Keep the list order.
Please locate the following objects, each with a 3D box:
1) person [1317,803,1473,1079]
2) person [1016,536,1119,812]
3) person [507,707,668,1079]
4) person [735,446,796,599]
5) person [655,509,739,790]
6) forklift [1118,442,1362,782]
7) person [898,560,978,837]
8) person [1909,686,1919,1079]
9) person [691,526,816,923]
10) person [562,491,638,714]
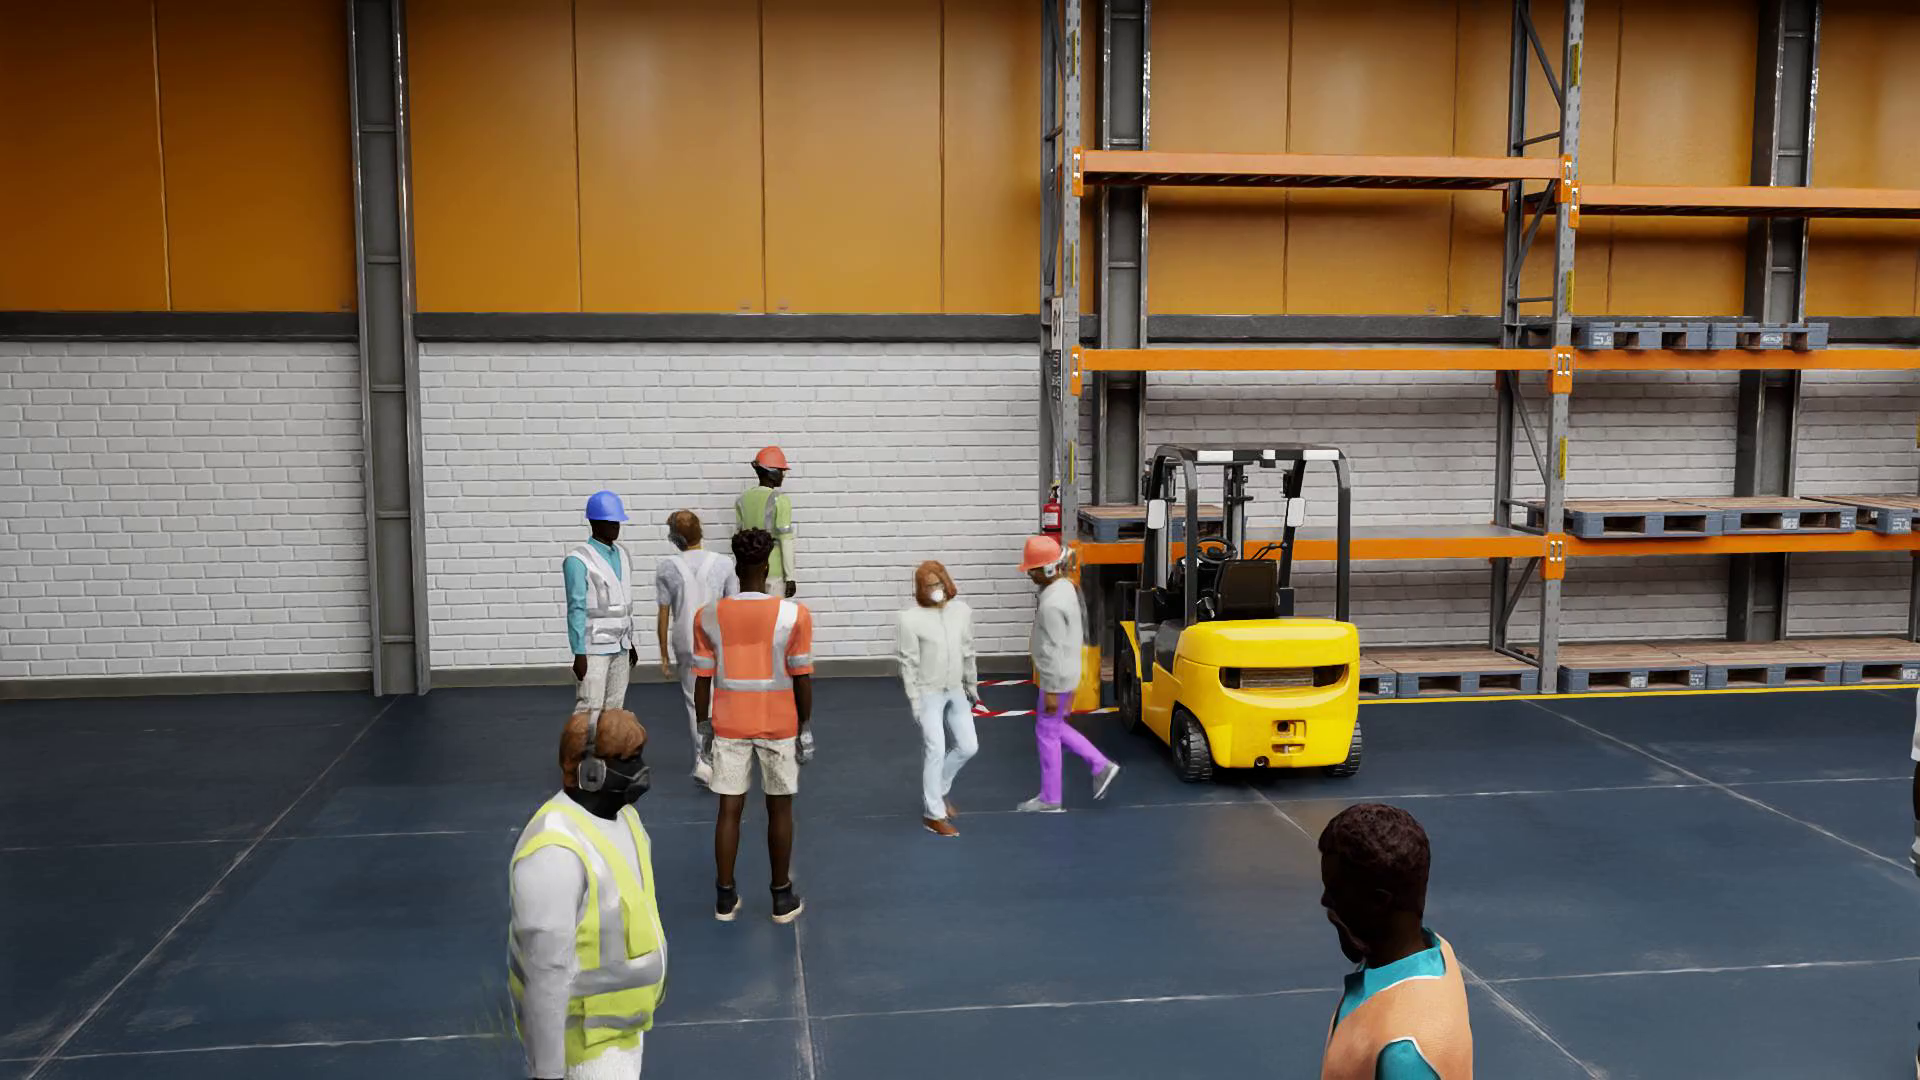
[{"bbox_3d":[0.894,1.479,3.425,0.390,1.913,0.588,2,7,14],"label":"person"},{"bbox_3d":[0.629,0.818,10.048,0.562,1.714,0.613,1,7,10],"label":"person"},{"bbox_3d":[-1.026,1.375,4.697,0.444,1.826,0.654,1,7,6],"label":"person"},{"bbox_3d":[-1.563,0.247,13.657,0.613,2.039,0.393,5,9,40],"label":"person"},{"bbox_3d":[-1.624,0.711,10.573,0.598,1.813,0.584,-1,7,-8],"label":"person"},{"bbox_3d":[1.912,0.418,11.496,1.214,2.155,2.313,-1,7,-8],"label":"forklift"},{"bbox_3d":[-0.107,0.912,9.696,0.526,1.607,0.367,-5,8,-37],"label":"person"},{"bbox_3d":[3.942,1.120,6.334,0.602,1.966,0.368,1,7,9],"label":"person"},{"bbox_3d":[-1.013,0.910,8.218,0.611,1.960,0.375,1,7,6],"label":"person"},{"bbox_3d":[-2.235,0.658,10.461,0.400,1.945,0.615,3,7,23],"label":"person"}]
